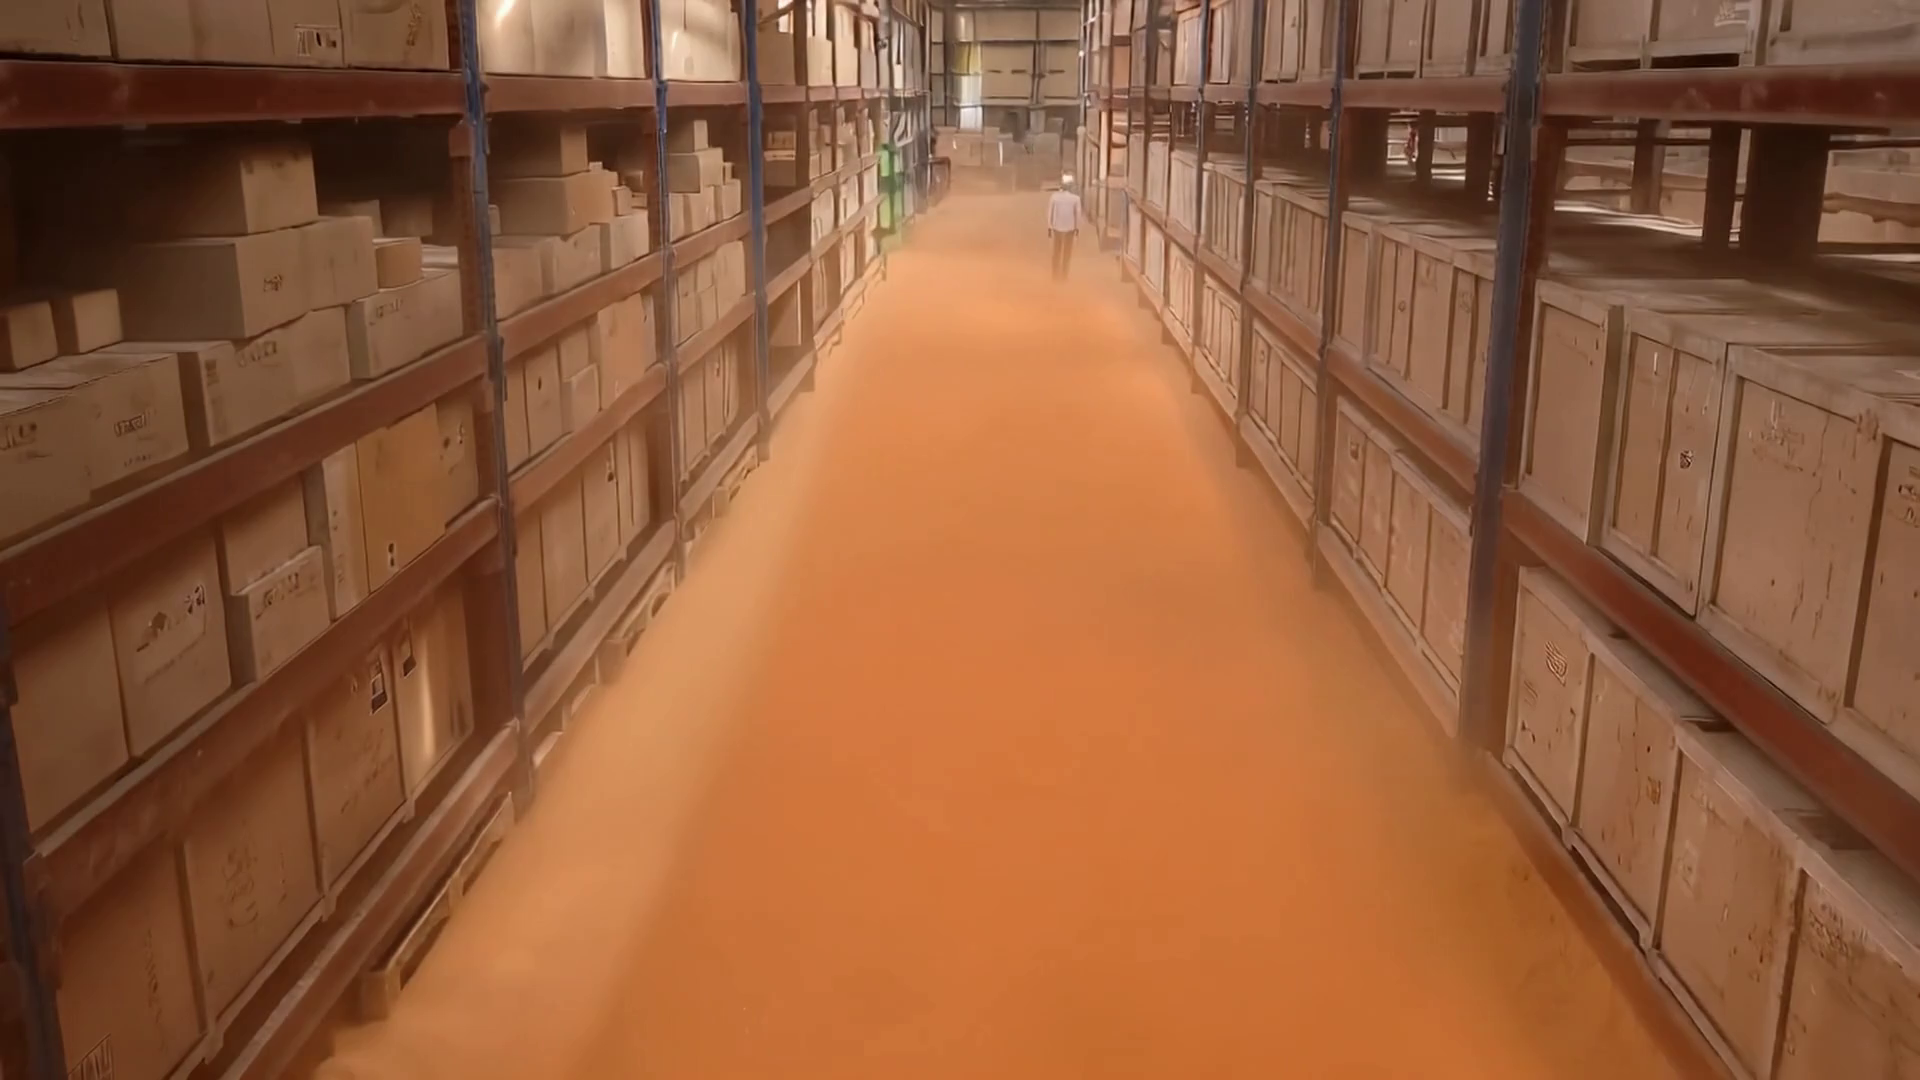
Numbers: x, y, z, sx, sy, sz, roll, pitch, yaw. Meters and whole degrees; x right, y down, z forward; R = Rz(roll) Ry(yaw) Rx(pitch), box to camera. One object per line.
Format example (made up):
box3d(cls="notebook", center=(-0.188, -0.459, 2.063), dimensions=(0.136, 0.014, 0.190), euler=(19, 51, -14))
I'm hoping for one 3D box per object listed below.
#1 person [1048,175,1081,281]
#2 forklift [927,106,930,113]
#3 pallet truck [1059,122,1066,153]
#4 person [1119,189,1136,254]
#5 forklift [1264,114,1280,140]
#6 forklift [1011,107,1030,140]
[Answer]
box3d(cls="person", center=(1.969, -5.879, 31.383), dimensions=(0.624, 1.969, 0.483), euler=(1, 15, 2))
box3d(cls="forklift", center=(-2.001, -20.667, 84.687), dimensions=(1.129, 2.768, 1.873), euler=(0, 15, 2))
box3d(cls="pallet truck", center=(5.788, -21.111, 88.014), dimensions=(1.885, 1.965, 0.823), euler=(5, 16, 18))
box3d(cls="person", center=(3.514, -6.642, 34.488), dimensions=(0.593, 1.832, 0.529), euler=(-11, 18, -35))
box3d(cls="forklift", center=(11.028, -14.013, 59.928), dimensions=(1.129, 2.768, 1.873), euler=(0, 15, 2))
box3d(cls="forklift", center=(2.984, -19.929, 81.940), dimensions=(1.129, 2.768, 1.873), euler=(-7, 17, -26))
